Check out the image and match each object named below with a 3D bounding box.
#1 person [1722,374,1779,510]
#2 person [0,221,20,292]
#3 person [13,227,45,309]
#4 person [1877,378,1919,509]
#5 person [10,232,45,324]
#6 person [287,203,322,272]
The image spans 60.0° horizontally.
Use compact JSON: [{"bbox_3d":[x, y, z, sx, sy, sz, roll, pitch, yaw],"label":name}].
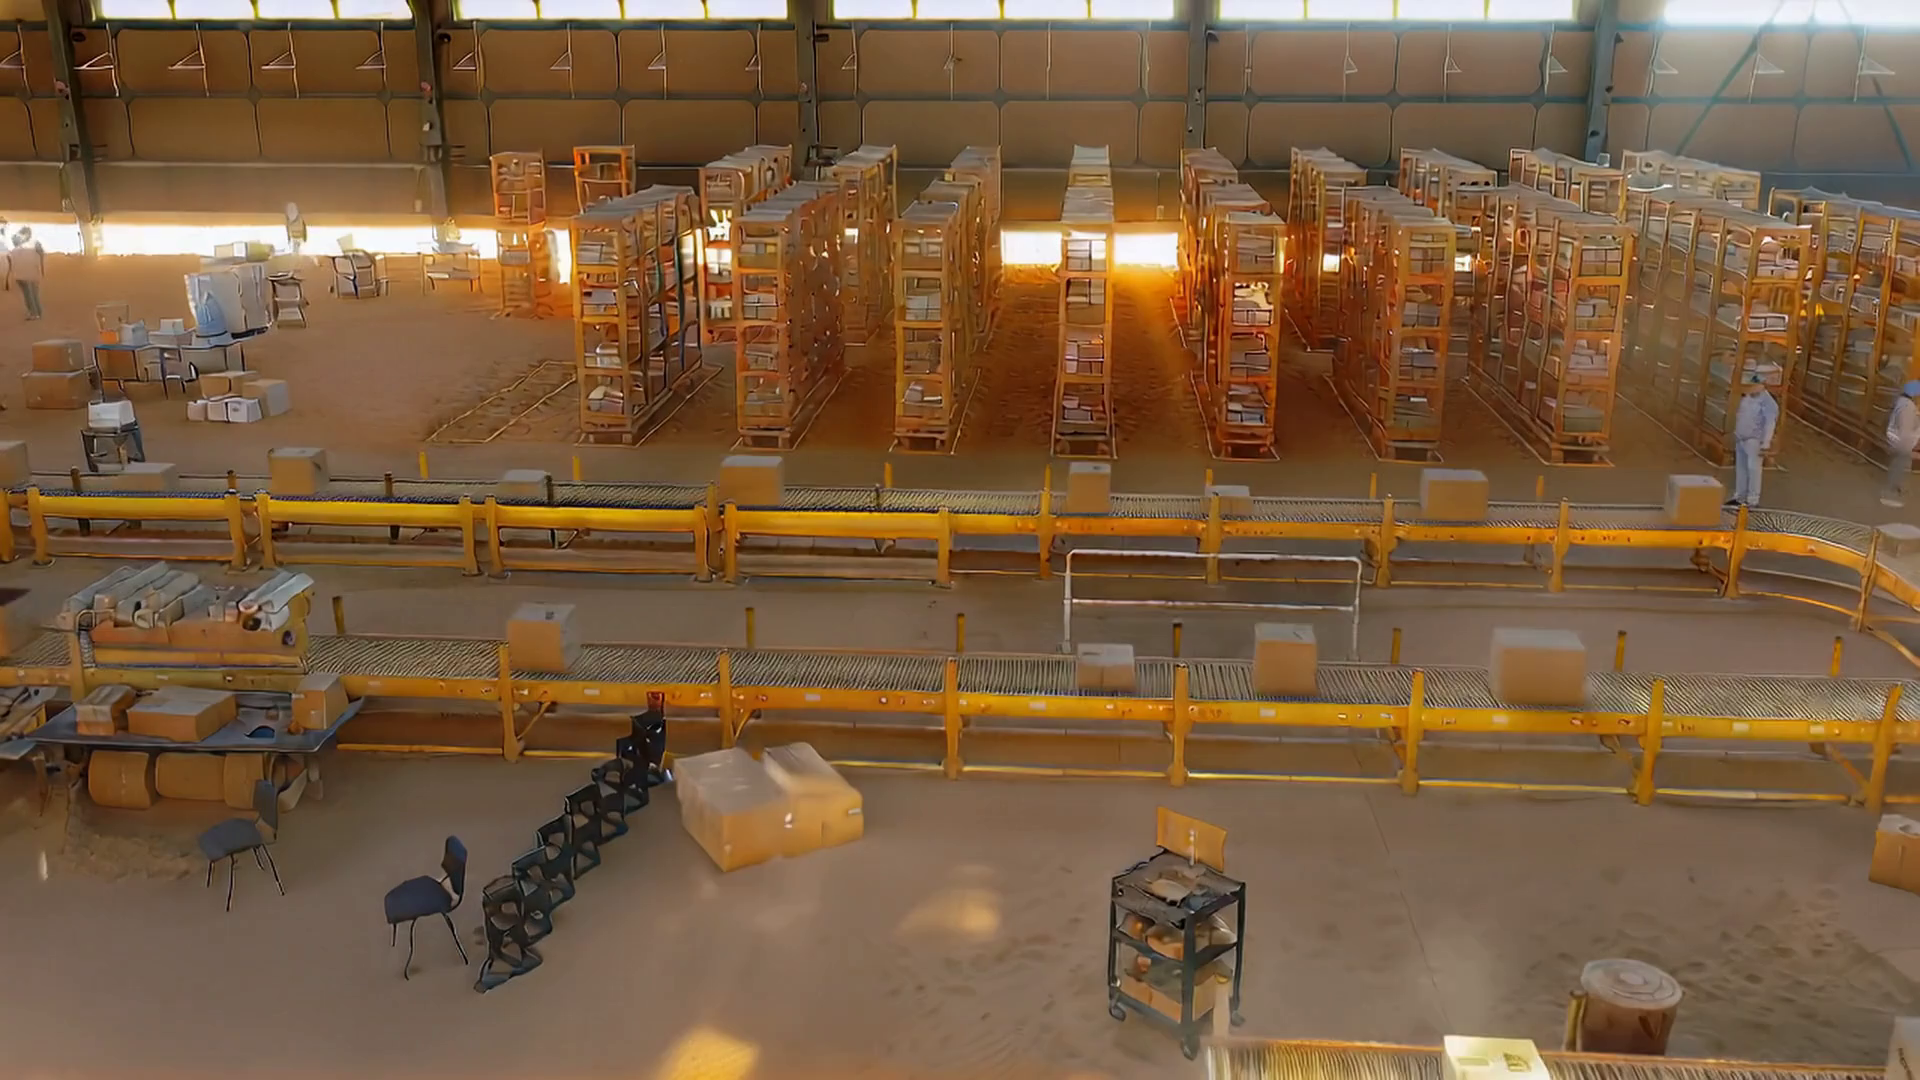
[{"bbox_3d":[10.764,-1.327,22.649,0.401,1.910,0.642,-3,18,-9],"label":"person"},{"bbox_3d":[-23.296,-6.927,40.690,0.670,1.737,0.534,4,18,14],"label":"person"},{"bbox_3d":[-21.501,-6.291,38.458,0.651,1.866,1.020,-14,22,-37],"label":"person"},{"bbox_3d":[12.916,-1.318,22.758,0.427,1.818,0.625,6,19,20],"label":"person"},{"bbox_3d":[-20.553,-5.775,36.640,0.406,2.001,0.614,12,21,33],"label":"person"},{"bbox_3d":[-17.425,-7.997,43.986,0.826,1.813,0.533,7,19,21],"label":"person"}]
